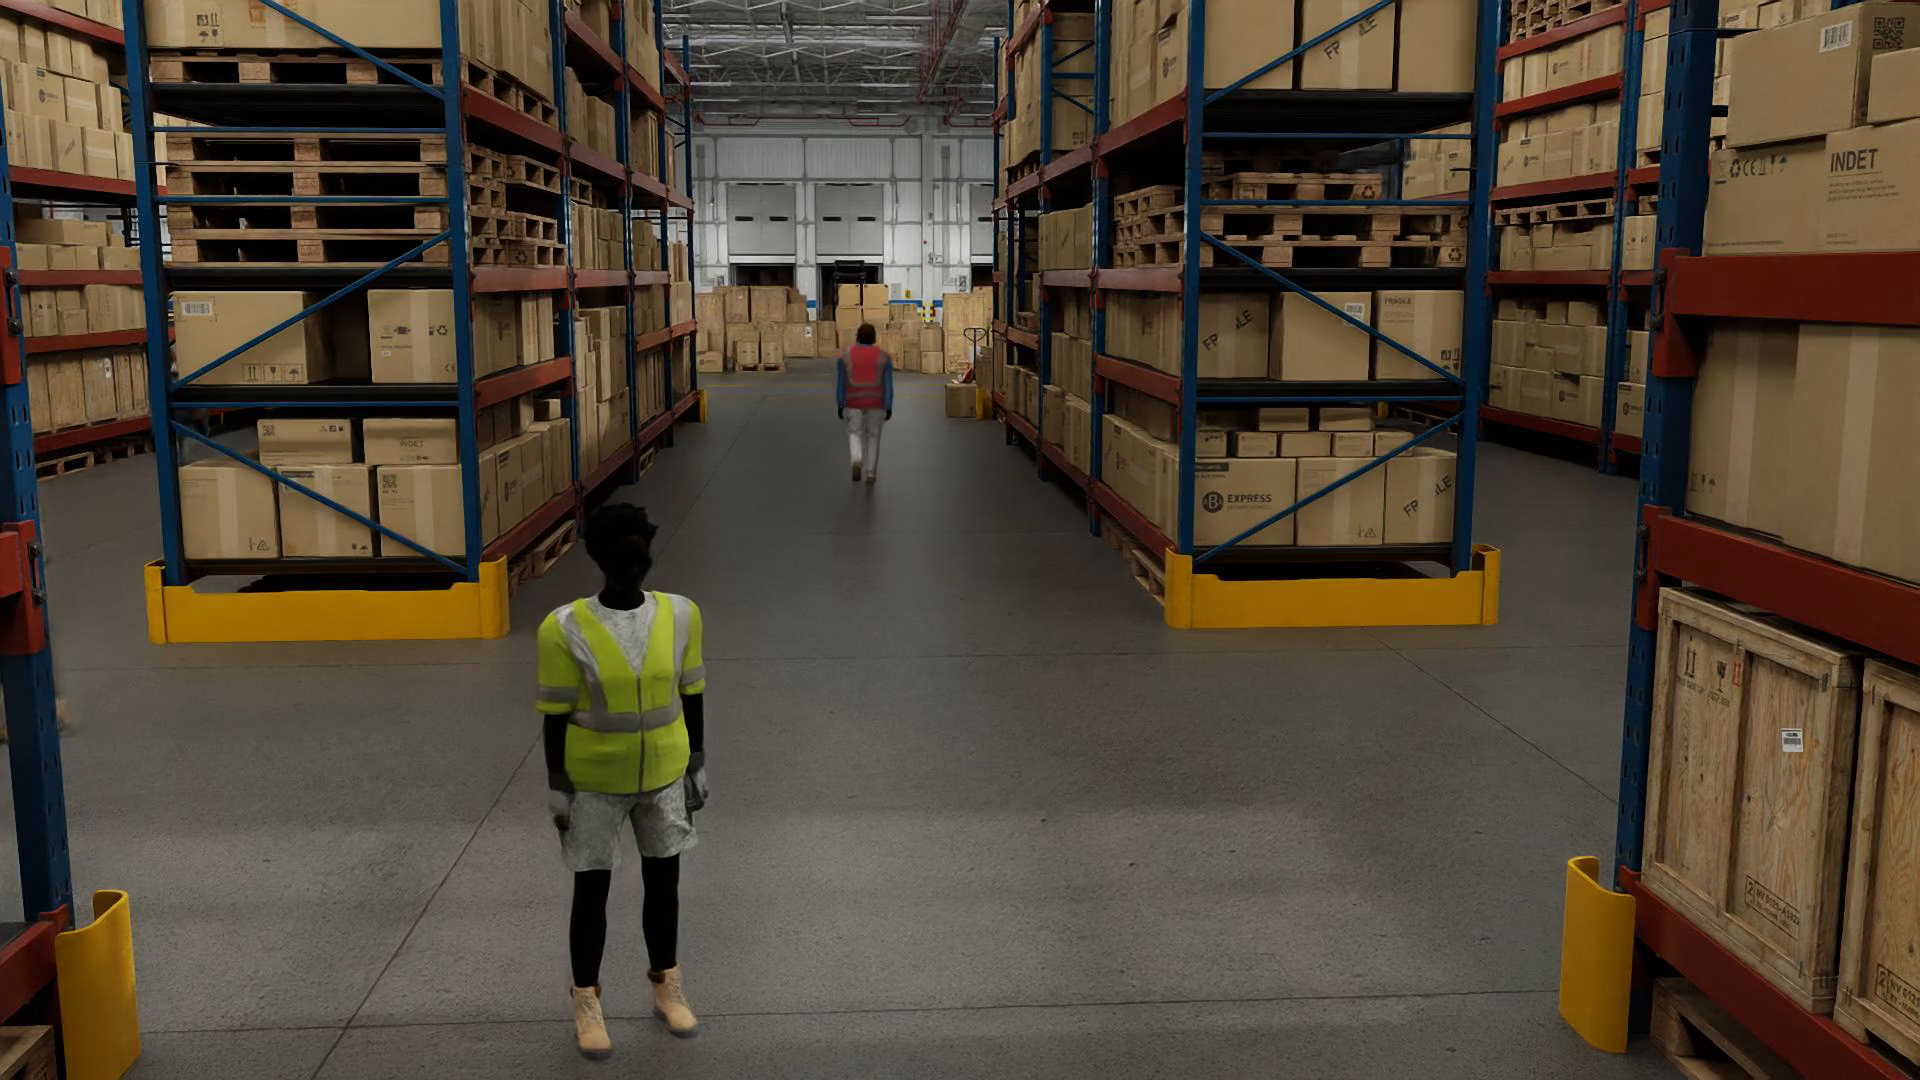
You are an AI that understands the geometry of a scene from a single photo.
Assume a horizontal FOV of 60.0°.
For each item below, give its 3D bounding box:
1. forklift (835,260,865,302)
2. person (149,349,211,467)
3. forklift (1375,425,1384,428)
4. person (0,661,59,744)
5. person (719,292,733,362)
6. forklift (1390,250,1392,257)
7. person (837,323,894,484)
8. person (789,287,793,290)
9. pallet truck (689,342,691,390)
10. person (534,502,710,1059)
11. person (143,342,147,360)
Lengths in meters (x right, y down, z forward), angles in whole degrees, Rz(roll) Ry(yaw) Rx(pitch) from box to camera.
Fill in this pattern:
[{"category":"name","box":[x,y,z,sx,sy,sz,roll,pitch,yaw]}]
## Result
[{"category":"forklift","box":[-3.412,-7.285,51.571,1.129,2.768,1.873,-1,9,-4]},{"category":"person","box":[-8.039,-1.167,17.160,0.406,1.607,0.585,9,12,43]},{"category":"forklift","box":[5.207,-2.979,24.533,1.873,2.768,1.129,-1,9,-4]},{"category":"person","box":[-5.066,0.069,8.214,1.036,2.001,0.611,-3,10,-21]},{"category":"person","box":[-6.316,-5.690,44.590,0.812,1.906,0.652,1,9,5]},{"category":"forklift","box":[7.889,-4.007,30.990,1.873,2.768,1.129,-9,13,-44]},{"category":"person","box":[-1.057,-1.530,18.735,0.647,1.824,0.444,0,9,-1]},{"category":"person","box":[-5.969,-7.934,58.594,0.543,1.939,0.360,-4,10,-24]},{"category":"pallet truck","box":[-5.225,-3.008,27.480,1.885,1.965,0.823,2,9,14]},{"category":"person","box":[-1.016,0.718,5.055,0.537,1.690,0.320,-5,10,-30]},{"category":"person","box":[-21.916,-5.687,44.795,0.505,1.840,0.345,4,10,26]}]
